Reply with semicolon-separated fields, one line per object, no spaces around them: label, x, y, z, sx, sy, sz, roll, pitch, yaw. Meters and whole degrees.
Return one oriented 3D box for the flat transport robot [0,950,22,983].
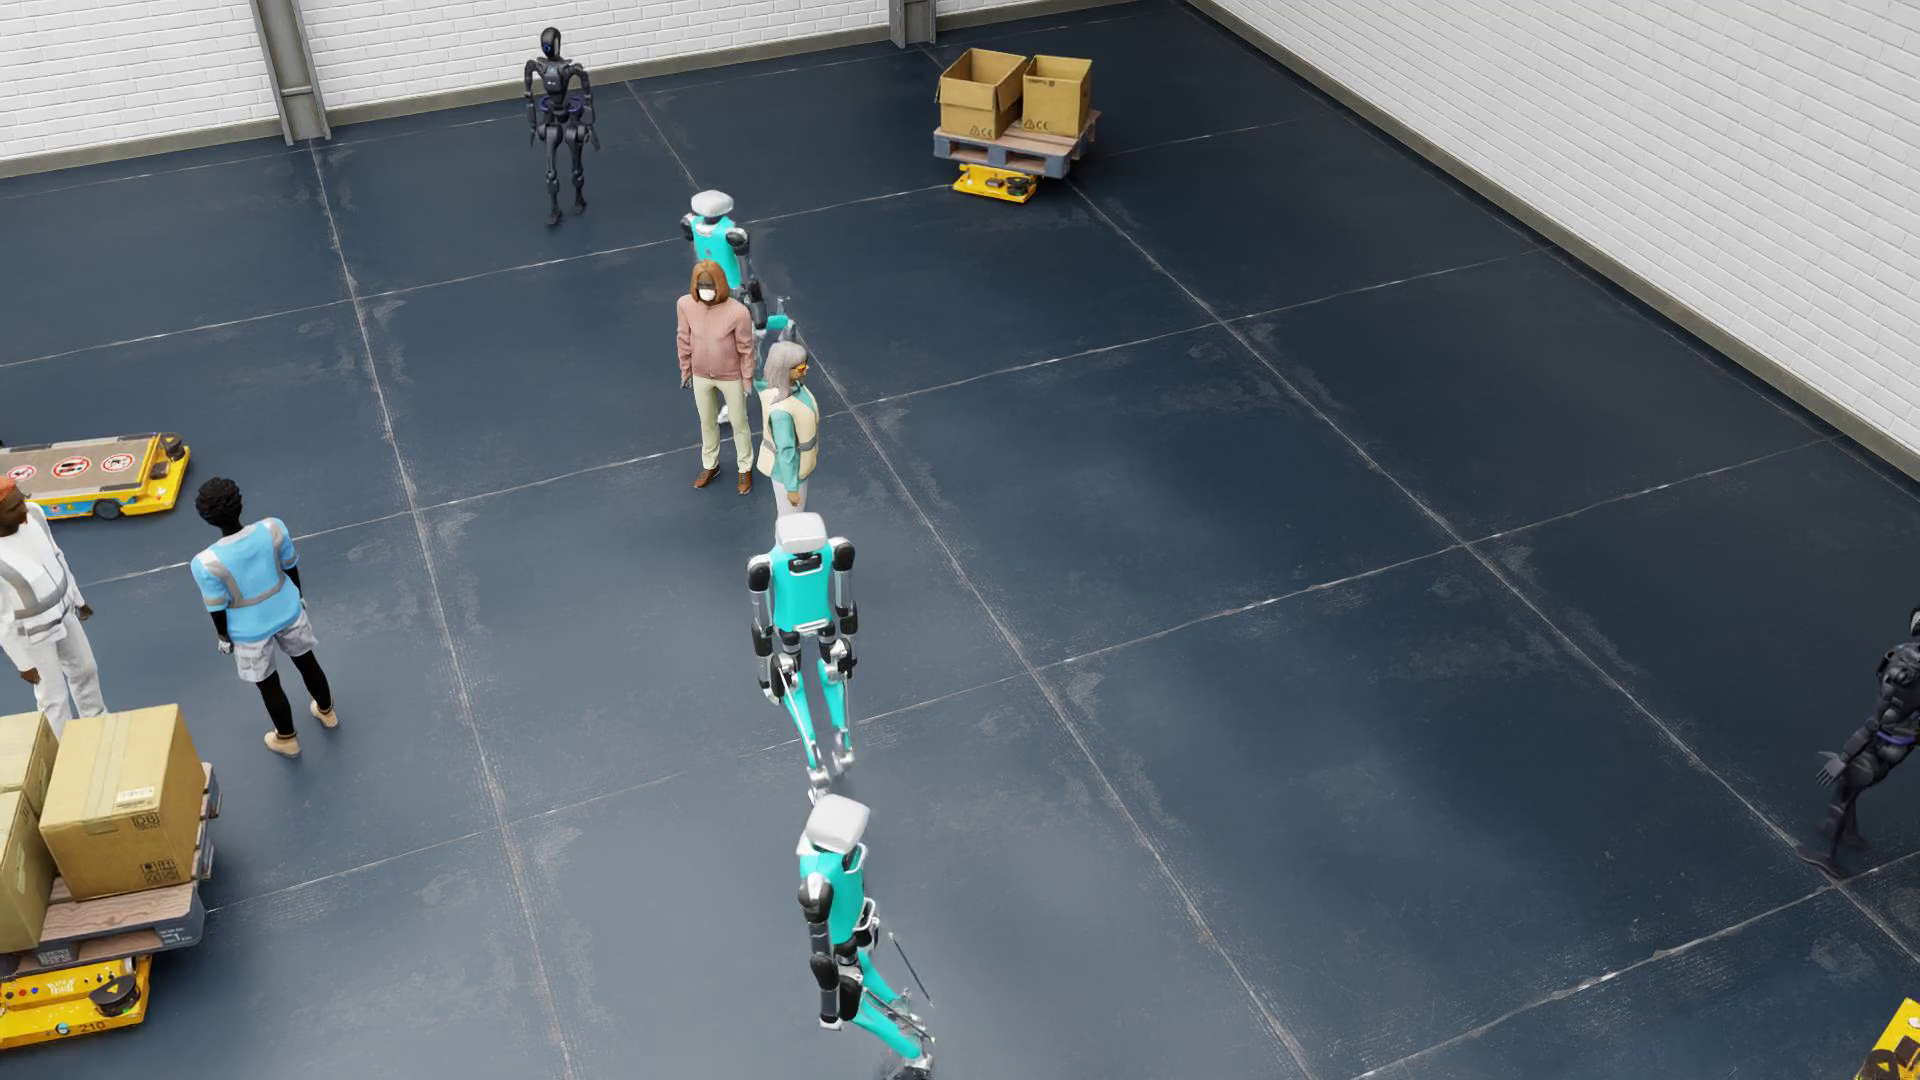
flat transport robot;-4.900;1.799;7.932;1.431;0.231;0.659;-9;38;-11

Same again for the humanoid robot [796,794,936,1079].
humanoid robot;-0.298;1.778;6.781;0.668;1.830;0.554;6;38;8

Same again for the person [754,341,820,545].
person;-0.981;-0.396;9.605;0.362;1.708;0.477;1;38;1

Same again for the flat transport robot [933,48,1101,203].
flat transport robot;0.509;-3.390;14.686;0.659;0.231;1.431;14;40;18

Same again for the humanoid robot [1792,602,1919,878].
humanoid robot;4.343;0.956;7.872;0.611;1.655;0.320;-25;44;-29

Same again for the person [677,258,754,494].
person;-1.529;-1.029;10.488;0.499;1.636;0.284;8;38;10

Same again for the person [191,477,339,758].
person;-3.593;0.405;8.569;0.322;1.698;0.535;26;45;30

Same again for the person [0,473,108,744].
person;-4.609;0.438;8.386;0.347;1.878;0.586;3;38;4

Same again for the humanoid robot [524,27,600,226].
humanoid robot;-3.240;-3.375;13.521;0.586;1.642;0.533;1;38;1

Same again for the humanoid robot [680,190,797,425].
humanoid robot;-1.346;-1.617;11.197;0.549;1.752;1.003;29;46;32

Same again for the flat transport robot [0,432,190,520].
flat transport robot;-5.802;-0.366;10.751;1.431;0.231;0.659;-7;38;-9

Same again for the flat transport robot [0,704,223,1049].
flat transport robot;-4.195;1.757;7.987;0.659;0.231;1.431;-9;38;-11

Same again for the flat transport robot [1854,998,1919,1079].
flat transport robot;4.604;2.517;6.998;1.431;0.231;0.659;31;47;34

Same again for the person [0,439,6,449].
person;-6.665;-1.352;10.674;0.542;1.928;0.369;24;44;28

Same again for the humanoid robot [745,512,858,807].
humanoid robot;-0.670;0.752;8.110;0.541;1.810;0.770;-15;40;-18
